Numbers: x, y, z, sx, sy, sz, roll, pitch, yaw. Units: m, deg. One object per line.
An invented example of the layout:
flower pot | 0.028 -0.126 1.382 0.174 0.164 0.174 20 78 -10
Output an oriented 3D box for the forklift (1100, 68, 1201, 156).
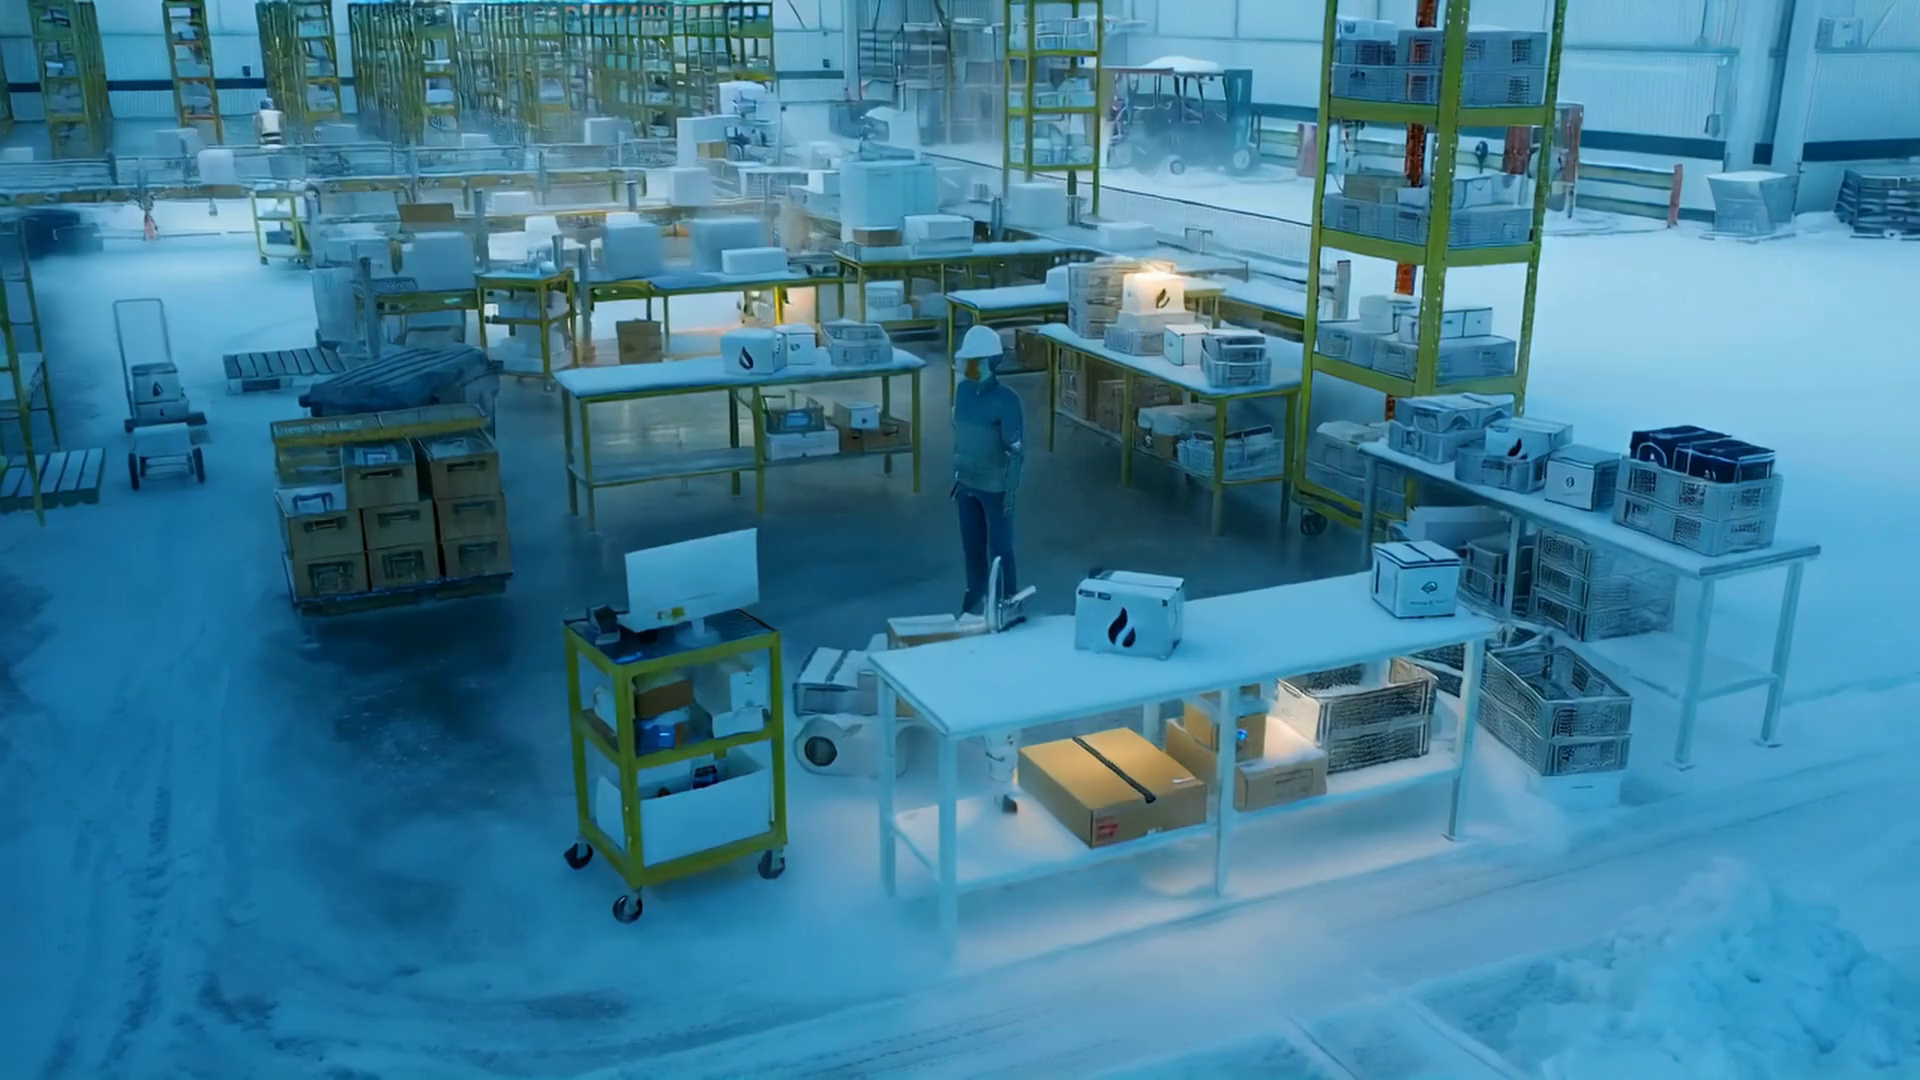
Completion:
forklift | 4.082 -9.564 37.410 2.680 1.987 1.157 -8 19 -23

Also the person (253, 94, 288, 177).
person | -13.451 -7.763 32.490 0.600 1.830 0.403 -11 21 -31

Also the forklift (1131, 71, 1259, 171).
forklift | 4.998 -8.936 35.413 2.680 1.987 1.157 -9 20 -25

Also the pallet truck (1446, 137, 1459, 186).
pallet truck | 9.184 -6.485 29.328 1.630 1.274 0.653 -8 19 -23

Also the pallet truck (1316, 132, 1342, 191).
pallet truck | 7.723 -7.504 32.656 1.601 1.201 0.680 -8 19 -23

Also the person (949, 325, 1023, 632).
person | 0.122 -0.292 9.067 0.314 1.768 0.527 -15 23 -39

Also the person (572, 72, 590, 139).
person | -10.331 -11.898 45.581 0.595 1.780 0.936 14 23 38

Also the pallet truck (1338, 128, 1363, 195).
pallet truck | 7.845 -7.140 31.411 1.522 1.261 0.704 -9 20 -25

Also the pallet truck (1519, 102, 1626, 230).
pallet truck | 9.972 -6.037 26.785 1.885 1.965 0.823 -9 20 -25

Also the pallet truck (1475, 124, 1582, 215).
pallet truck | 9.707 -6.455 28.103 1.885 1.965 0.823 -7 19 -20
